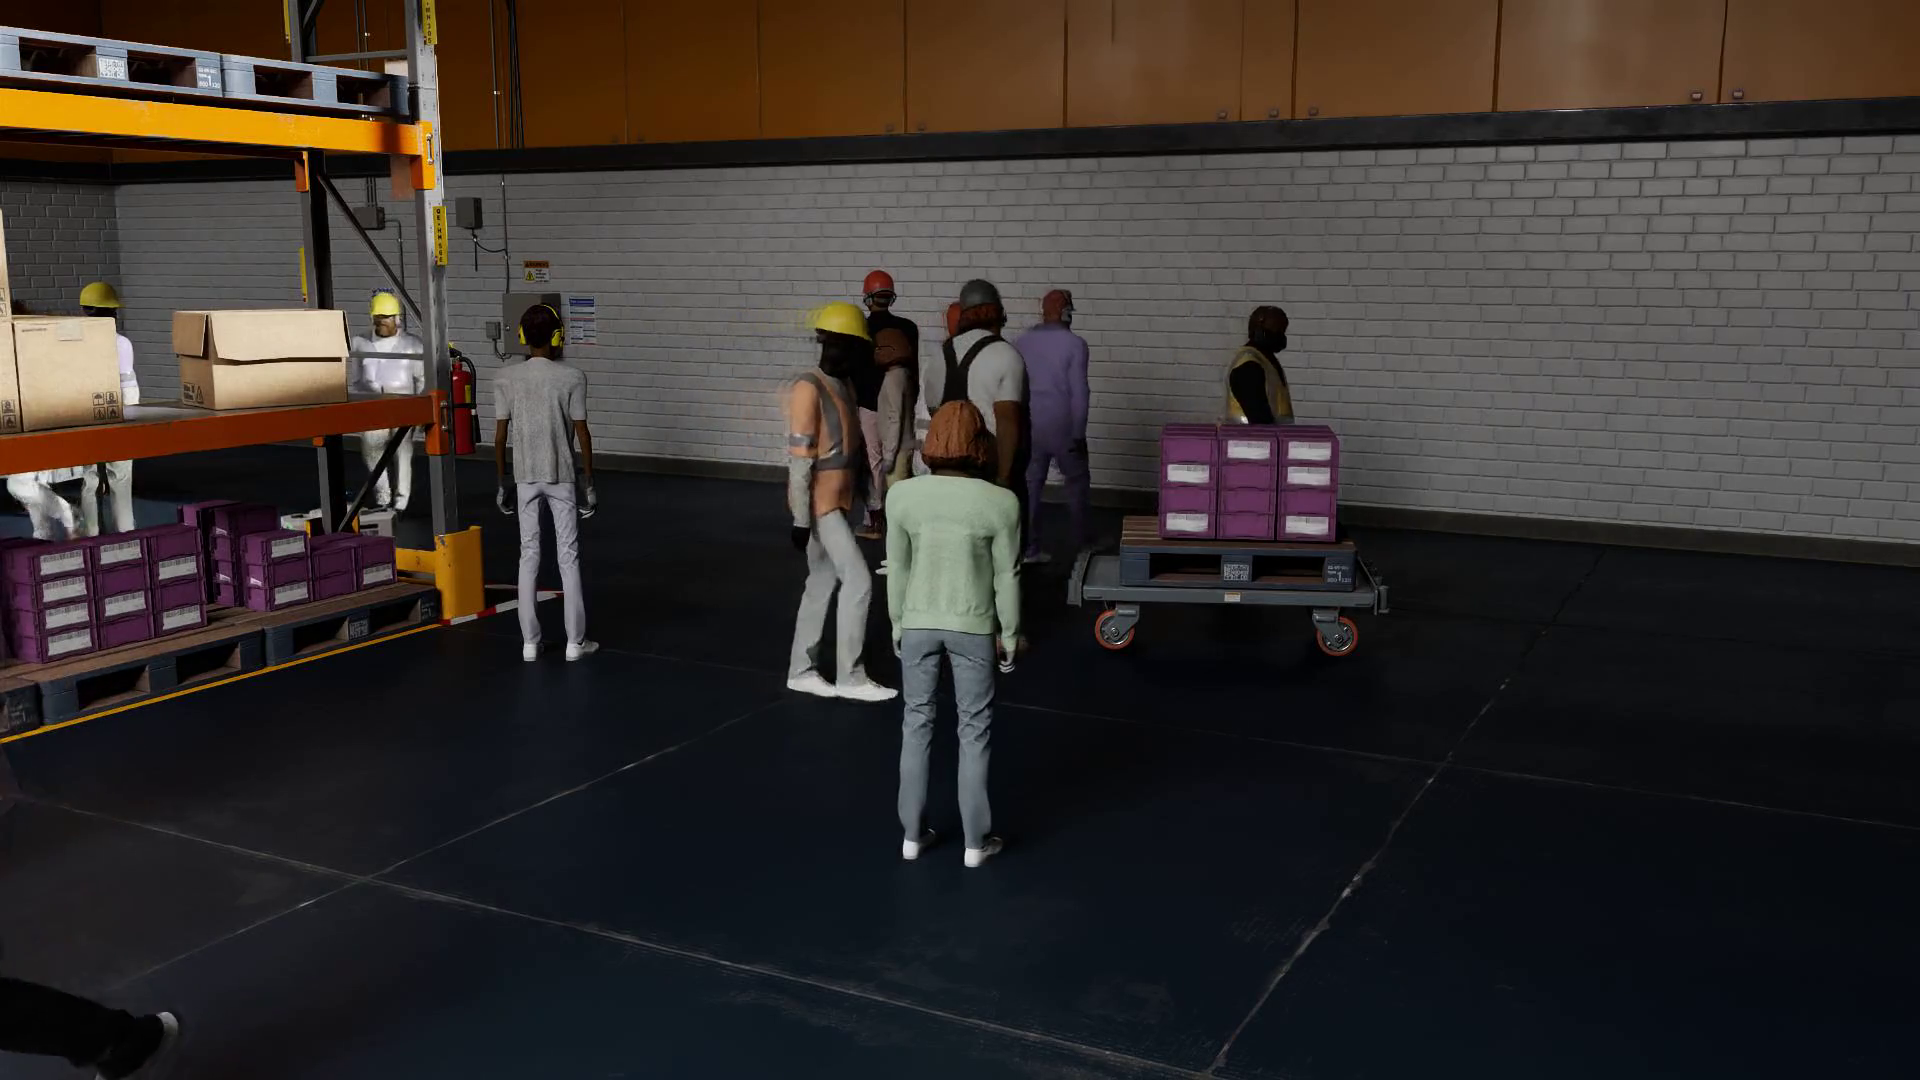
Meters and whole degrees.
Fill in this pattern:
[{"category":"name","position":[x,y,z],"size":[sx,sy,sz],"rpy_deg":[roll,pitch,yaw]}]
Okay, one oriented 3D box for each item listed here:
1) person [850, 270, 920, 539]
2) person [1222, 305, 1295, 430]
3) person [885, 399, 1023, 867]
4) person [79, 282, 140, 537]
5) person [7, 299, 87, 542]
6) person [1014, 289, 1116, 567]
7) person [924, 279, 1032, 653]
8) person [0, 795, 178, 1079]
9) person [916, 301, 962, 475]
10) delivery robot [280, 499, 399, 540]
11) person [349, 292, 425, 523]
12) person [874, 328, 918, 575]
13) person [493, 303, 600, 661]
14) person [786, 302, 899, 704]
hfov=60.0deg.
[{"category":"person","position":[-0.588,-1.008,12.440],"size":[0.610,1.996,0.384],"rpy_deg":[-5,11,-29]},{"category":"person","position":[1.841,-0.514,10.128],"size":[0.571,1.810,0.641],"rpy_deg":[5,11,25]},{"category":"person","position":[-0.024,0.326,5.796],"size":[0.494,1.624,0.286],"rpy_deg":[3,10,15]},{"category":"person","position":[-5.865,-0.799,11.427],"size":[0.589,1.928,0.386],"rpy_deg":[3,10,17]},{"category":"person","position":[-6.349,-0.746,11.436],"size":[0.536,1.821,0.648],"rpy_deg":[-4,11,-22]},{"category":"person","position":[0.717,-0.774,11.426],"size":[0.679,1.868,0.905],"rpy_deg":[8,13,40]},{"category":"person","position":[0.096,-0.413,8.868],"size":[0.703,2.000,0.593],"rpy_deg":[8,13,40]},{"category":"person","position":[-2.197,0.599,3.556],"size":[0.604,1.869,0.864],"rpy_deg":[6,11,31]},{"category":"person","position":[0.017,-0.404,9.342],"size":[0.740,1.845,0.570],"rpy_deg":[-3,10,-18]},{"category":"delivery robot","position":[-4.058,-0.071,10.898],"size":[0.707,0.478,0.477],"rpy_deg":[-5,11,-26]},{"category":"person","position":[-4.474,-1.024,13.036],"size":[0.623,1.816,0.462],"rpy_deg":[-1,10,-8]},{"category":"person","position":[-0.429,-0.585,11.036],"size":[0.282,1.633,0.501],"rpy_deg":[1,10,7]},{"category":"person","position":[-2.158,-0.294,8.678],"size":[0.534,1.868,0.310],"rpy_deg":[0,10,1]},{"category":"person","position":[-0.514,-0.168,7.870],"size":[0.699,1.891,0.601],"rpy_deg":[2,10,10]}]
